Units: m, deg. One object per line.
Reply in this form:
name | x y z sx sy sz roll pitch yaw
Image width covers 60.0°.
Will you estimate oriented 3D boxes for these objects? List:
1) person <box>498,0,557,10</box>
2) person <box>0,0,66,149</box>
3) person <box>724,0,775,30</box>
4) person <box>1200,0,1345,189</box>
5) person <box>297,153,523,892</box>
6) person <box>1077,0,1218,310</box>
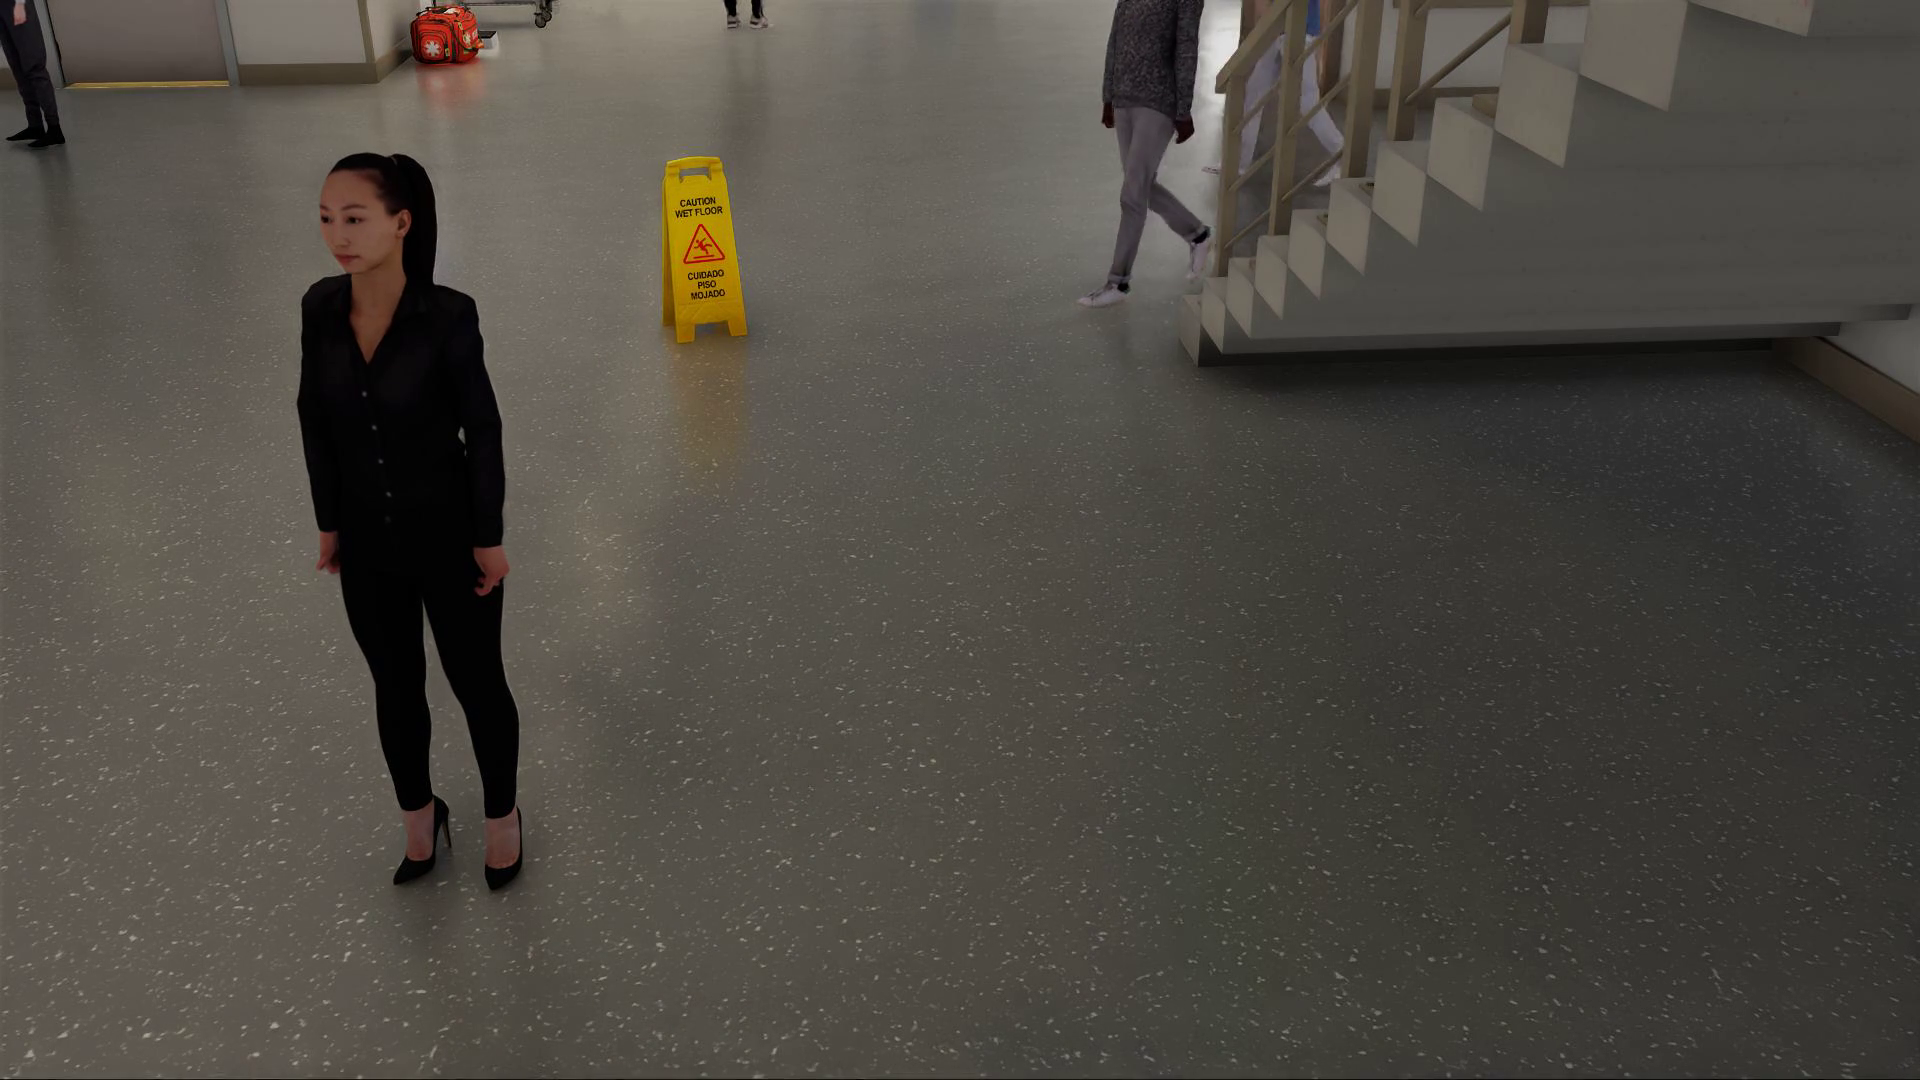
person | -4.234 -6.024 16.111 1.076 1.721 1.182 12 28 23
person | -6.105 -3.443 10.693 0.647 1.779 0.699 19 32 34
person | -2.009 -5.613 15.137 0.723 1.827 0.682 7 27 15
person | 2.008 -2.949 9.575 0.888 1.859 1.157 3 26 6
person | -1.176 0.015 3.598 0.621 1.711 0.566 4 26 8
person | 0.941 -1.977 7.618 1.068 1.808 1.156 -15 30 -28
